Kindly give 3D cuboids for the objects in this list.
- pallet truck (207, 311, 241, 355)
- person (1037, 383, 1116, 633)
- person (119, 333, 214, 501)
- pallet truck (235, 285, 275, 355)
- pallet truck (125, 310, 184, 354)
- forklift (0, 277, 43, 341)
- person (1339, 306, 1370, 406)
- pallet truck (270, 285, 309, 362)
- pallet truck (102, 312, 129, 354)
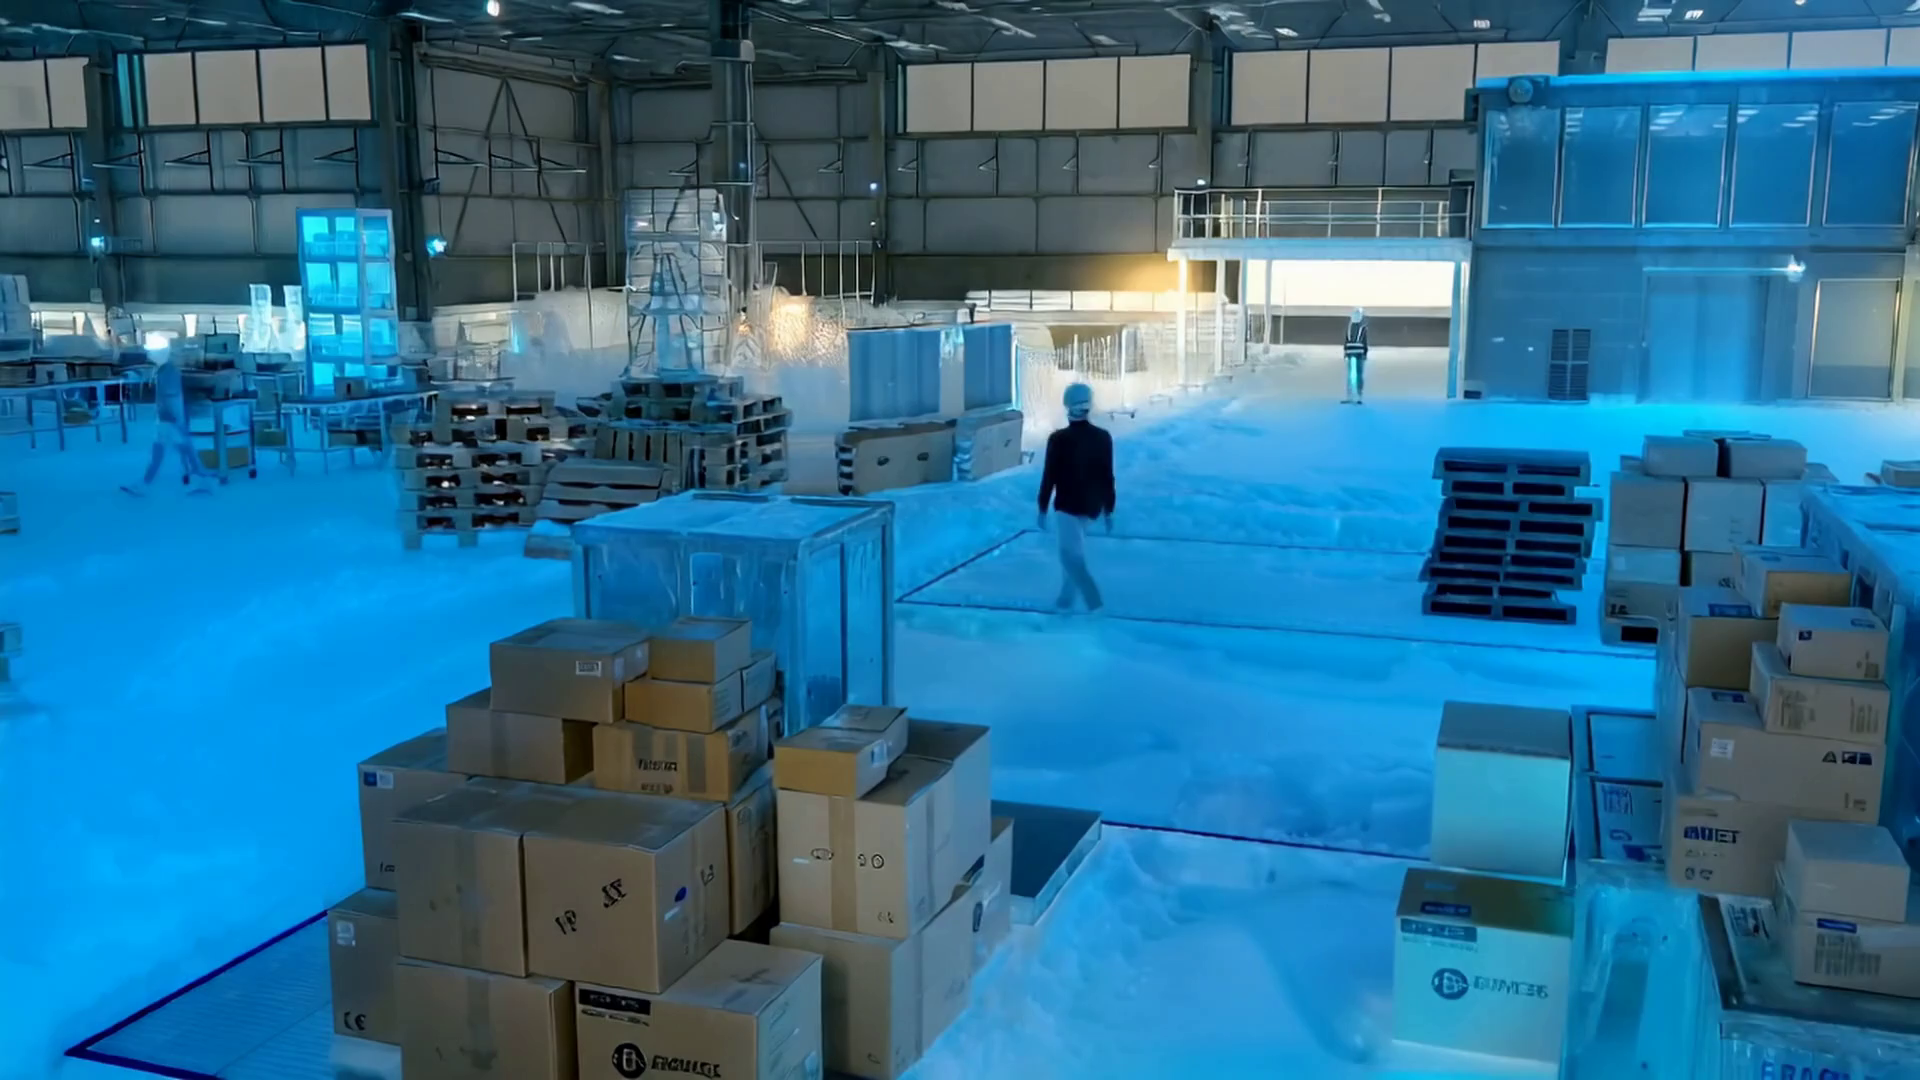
[{"bbox_3d":[-19.537,-5.575,44.913,0.653,1.274,1.630,3,11,19],"label":"pallet truck"},{"bbox_3d":[0.954,-0.265,13.178,0.620,1.955,0.910,-6,12,-31],"label":"person"},{"bbox_3d":[-9.507,-1.469,19.863,1.041,1.991,0.623,-5,11,-27],"label":"person"},{"bbox_3d":[-18.327,-5.835,44.421,0.823,1.965,1.885,4,11,23],"label":"pallet truck"},{"bbox_3d":[-22.038,-5.665,45.457,0.704,1.261,1.522,3,11,17],"label":"pallet truck"},{"bbox_3d":[-27.151,-6.329,46.328,1.157,1.987,2.680,3,11,17],"label":"forklift"},{"bbox_3d":[7.480,-3.477,31.467,0.361,1.883,0.574,-7,12,-33],"label":"person"},{"bbox_3d":[-17.147,-5.700,43.663,0.823,1.965,1.885,3,11,17],"label":"pallet truck"},{"bbox_3d":[-23.057,-5.777,46.261,0.680,1.201,1.601,3,11,19],"label":"pallet truck"}]
